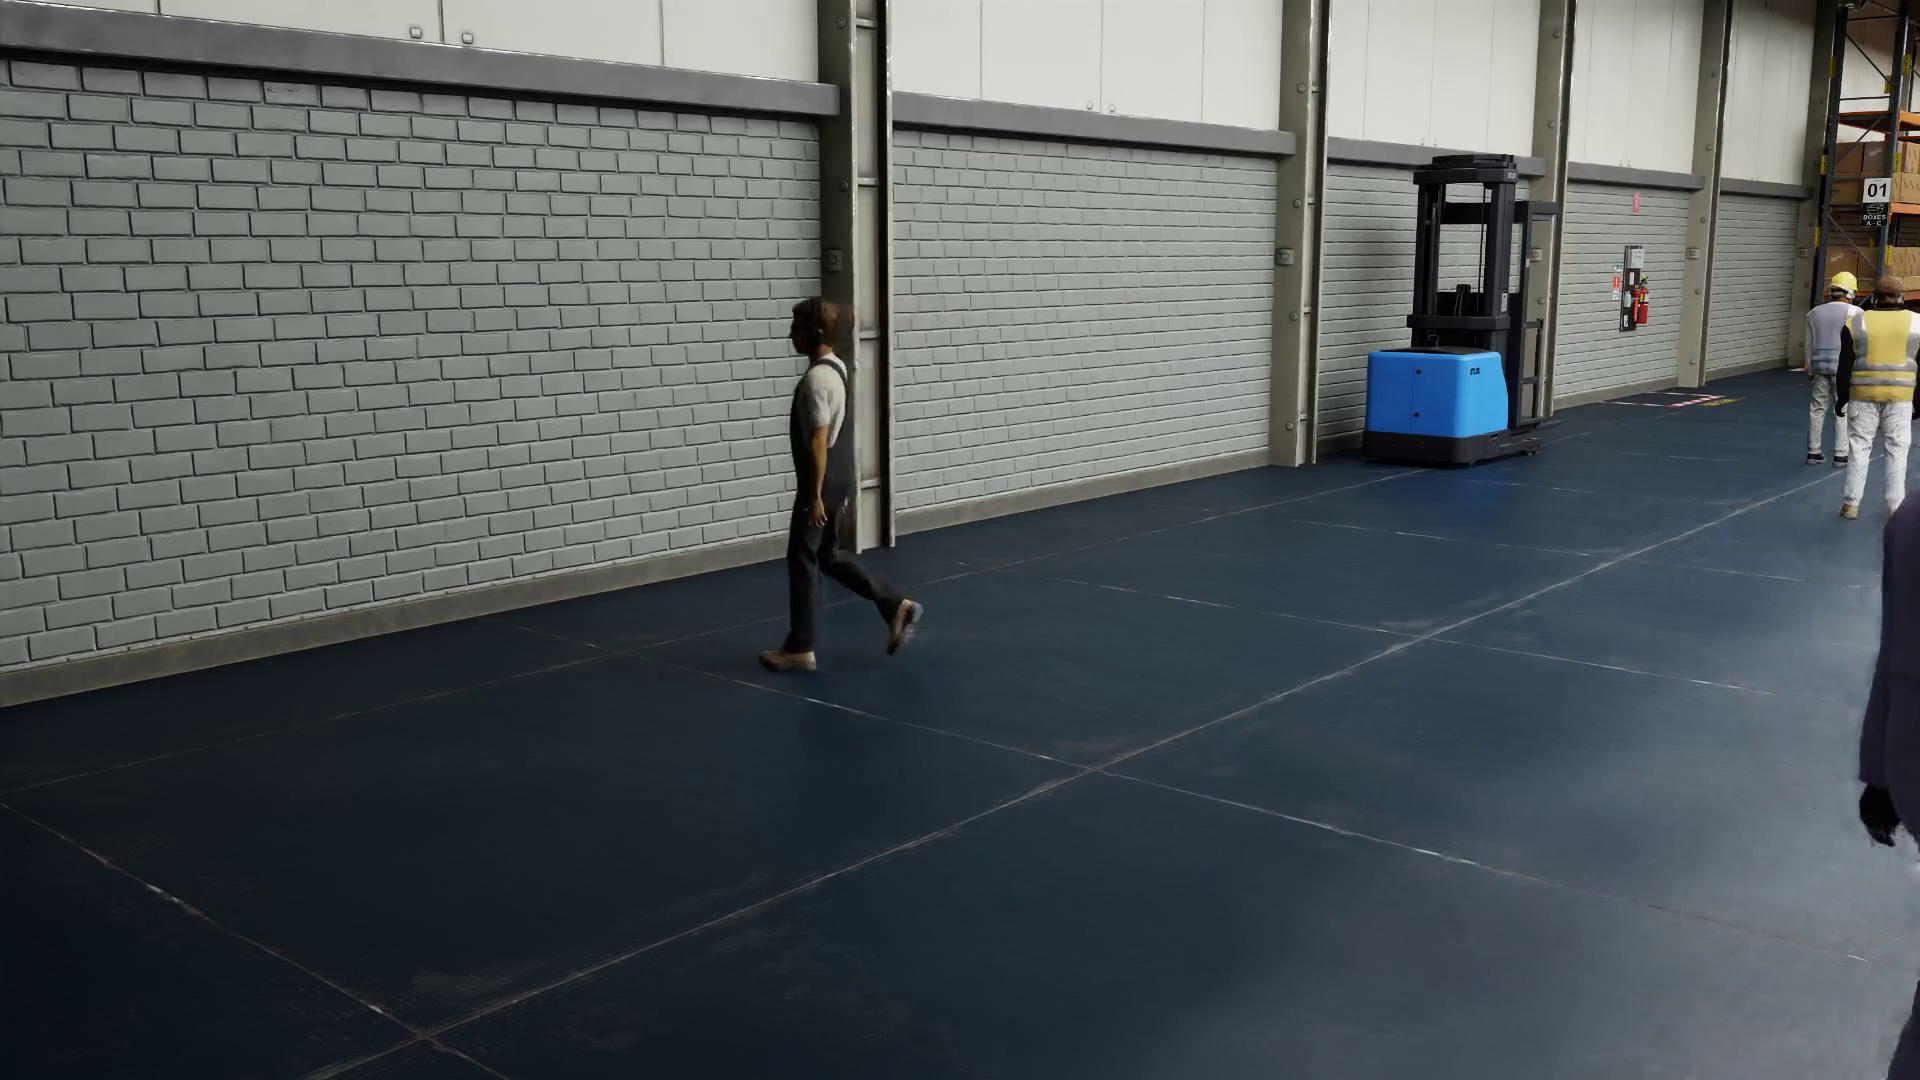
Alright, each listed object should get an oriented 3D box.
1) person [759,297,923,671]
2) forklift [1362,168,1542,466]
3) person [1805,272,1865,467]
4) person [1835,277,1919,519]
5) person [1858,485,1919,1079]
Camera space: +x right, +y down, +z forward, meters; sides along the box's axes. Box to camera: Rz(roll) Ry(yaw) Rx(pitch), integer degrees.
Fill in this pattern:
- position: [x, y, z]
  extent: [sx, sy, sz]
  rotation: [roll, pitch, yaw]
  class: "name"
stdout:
- position: [-0.598, -0.264, 8.088]
  extent: [0.738, 1.826, 0.510]
  rotation: [1, 10, 8]
  class: "person"
- position: [4.875, -2.212, 16.287]
  extent: [1.129, 2.768, 1.873]
  rotation: [8, 13, 40]
  class: "forklift"
- position: [8.336, -1.626, 15.813]
  extent: [0.404, 1.831, 0.588]
  rotation: [-6, 12, -31]
  class: "person"
- position: [7.009, -1.076, 12.672]
  extent: [0.621, 1.838, 0.429]
  rotation: [4, 11, 23]
  class: "person"
- position: [2.134, 0.540, 3.327]
  extent: [0.627, 1.882, 0.661]
  rotation: [0, 10, 1]
  class: "person"
